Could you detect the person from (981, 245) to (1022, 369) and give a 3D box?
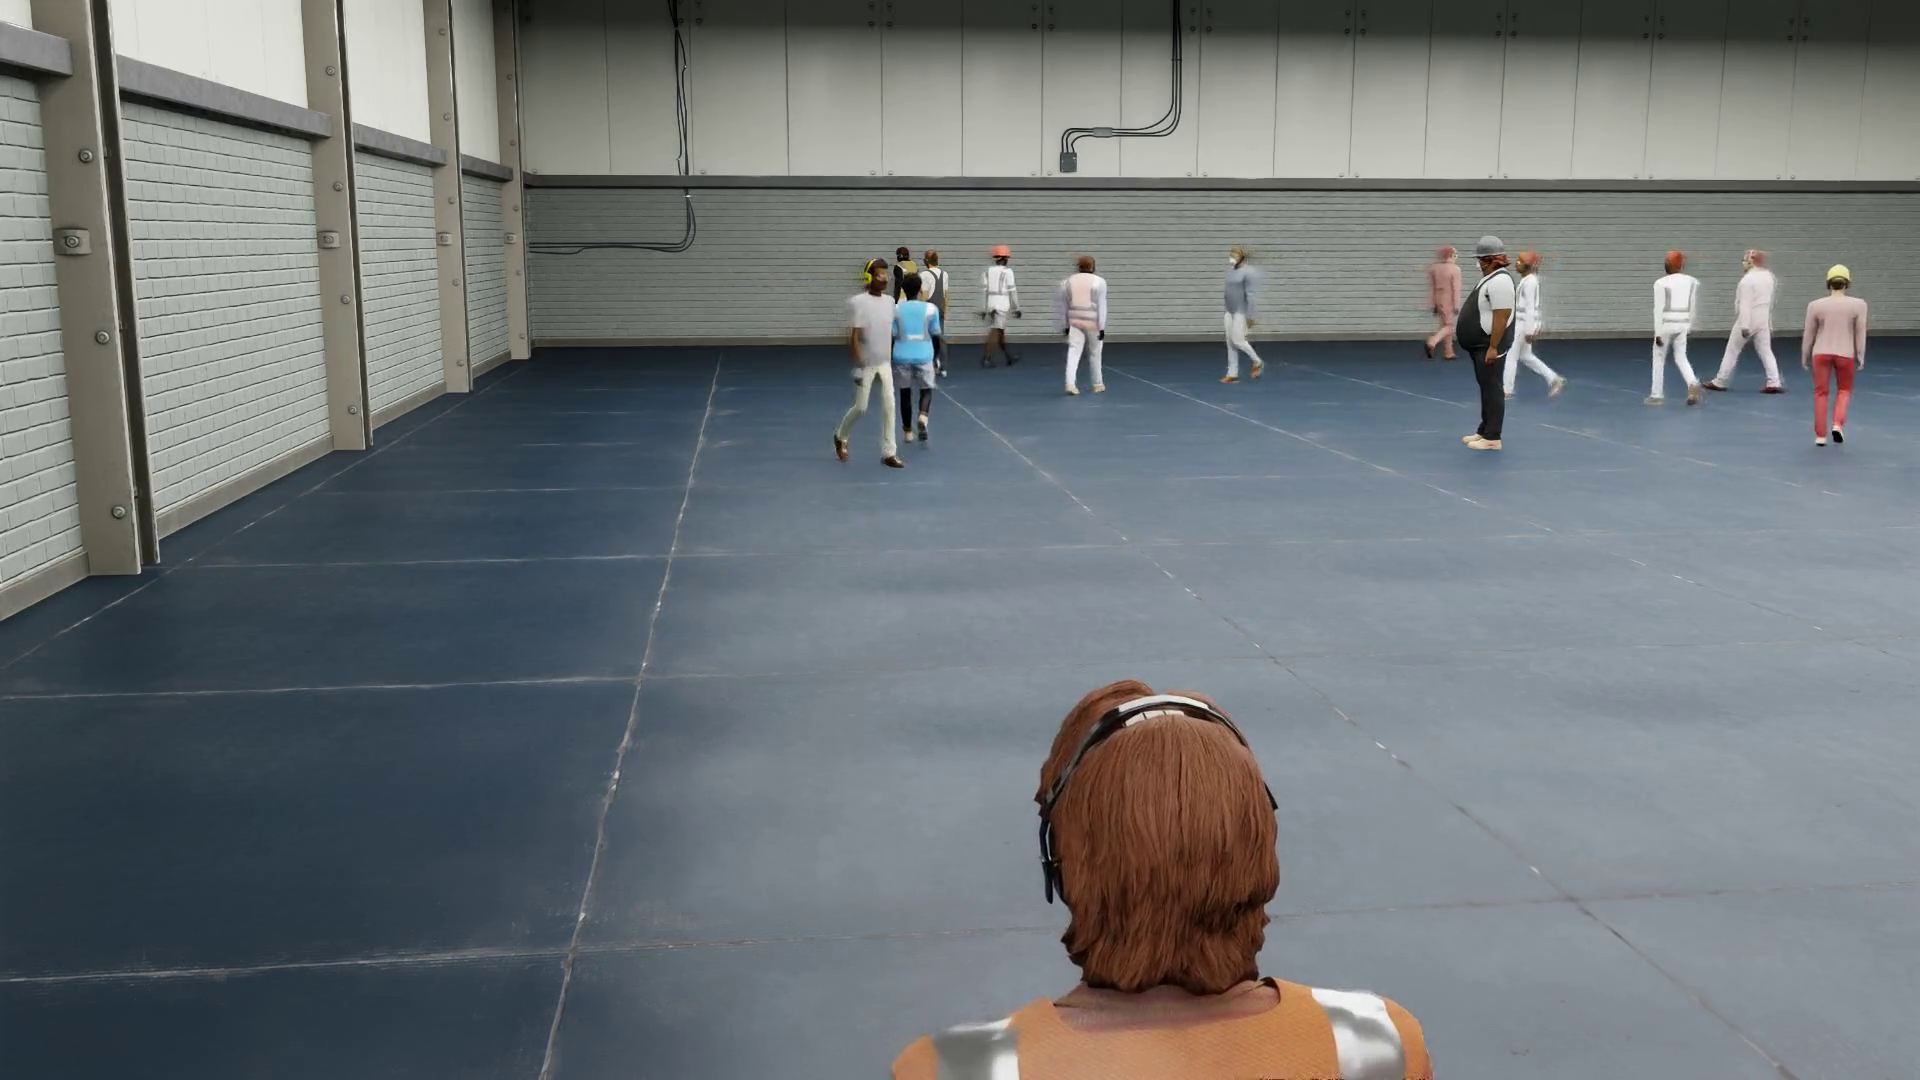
[{"bbox_3d":[0.663,-3.613,25.807,0.995,1.880,0.553,-9,14,-42],"label":"person"}]

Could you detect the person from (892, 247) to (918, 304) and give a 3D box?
[{"bbox_3d":[-1.033,-4.437,30.452,0.429,1.841,0.621,6,12,32],"label":"person"}]

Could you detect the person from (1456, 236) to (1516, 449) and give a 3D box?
[{"bbox_3d":[5.028,-1.891,15.941,0.535,2.000,0.684,2,11,13],"label":"person"}]

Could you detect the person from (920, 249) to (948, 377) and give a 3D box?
[{"bbox_3d":[-0.389,-3.264,24.008,0.513,1.842,0.325,-9,14,-41],"label":"person"}]

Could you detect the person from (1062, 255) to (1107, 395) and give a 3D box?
[{"bbox_3d":[1.606,-2.770,21.450,0.640,1.795,0.982,5,11,25],"label":"person"}]

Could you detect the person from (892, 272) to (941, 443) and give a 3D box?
[{"bbox_3d":[-0.457,-1.762,16.186,0.546,1.684,0.545,0,10,-1],"label":"person"}]

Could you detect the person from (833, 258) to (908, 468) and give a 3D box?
[{"bbox_3d":[-0.814,-1.572,14.748,0.518,1.847,0.854,-8,13,-38],"label":"person"}]

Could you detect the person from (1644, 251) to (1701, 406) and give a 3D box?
[{"bbox_3d":[8.520,-2.503,19.782,0.567,1.862,0.785,-2,10,-9],"label":"person"}]

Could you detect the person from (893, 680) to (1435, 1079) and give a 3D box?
[{"bbox_3d":[0.178,0.937,1.529,0.513,1.642,0.313,-2,10,-9],"label":"person"}]

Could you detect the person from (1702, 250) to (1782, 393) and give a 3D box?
[{"bbox_3d":[10.279,-2.838,21.642,0.637,1.858,0.998,-6,12,-31],"label":"person"}]

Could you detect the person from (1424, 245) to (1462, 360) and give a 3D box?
[{"bbox_3d":[7.935,-3.871,27.229,0.747,1.885,0.650,-4,11,-21],"label":"person"}]

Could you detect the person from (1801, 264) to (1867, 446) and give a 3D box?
[{"bbox_3d":[8.459,-1.784,16.124,0.558,1.749,0.388,5,12,28],"label":"person"}]

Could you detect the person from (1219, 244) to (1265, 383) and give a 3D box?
[{"bbox_3d":[3.887,-3.119,23.017,0.543,1.924,0.628,-5,11,-24],"label":"person"}]

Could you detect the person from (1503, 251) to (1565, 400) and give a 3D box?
[{"bbox_3d":[7.030,-2.633,20.527,0.828,1.857,0.579,4,11,21],"label":"person"}]
